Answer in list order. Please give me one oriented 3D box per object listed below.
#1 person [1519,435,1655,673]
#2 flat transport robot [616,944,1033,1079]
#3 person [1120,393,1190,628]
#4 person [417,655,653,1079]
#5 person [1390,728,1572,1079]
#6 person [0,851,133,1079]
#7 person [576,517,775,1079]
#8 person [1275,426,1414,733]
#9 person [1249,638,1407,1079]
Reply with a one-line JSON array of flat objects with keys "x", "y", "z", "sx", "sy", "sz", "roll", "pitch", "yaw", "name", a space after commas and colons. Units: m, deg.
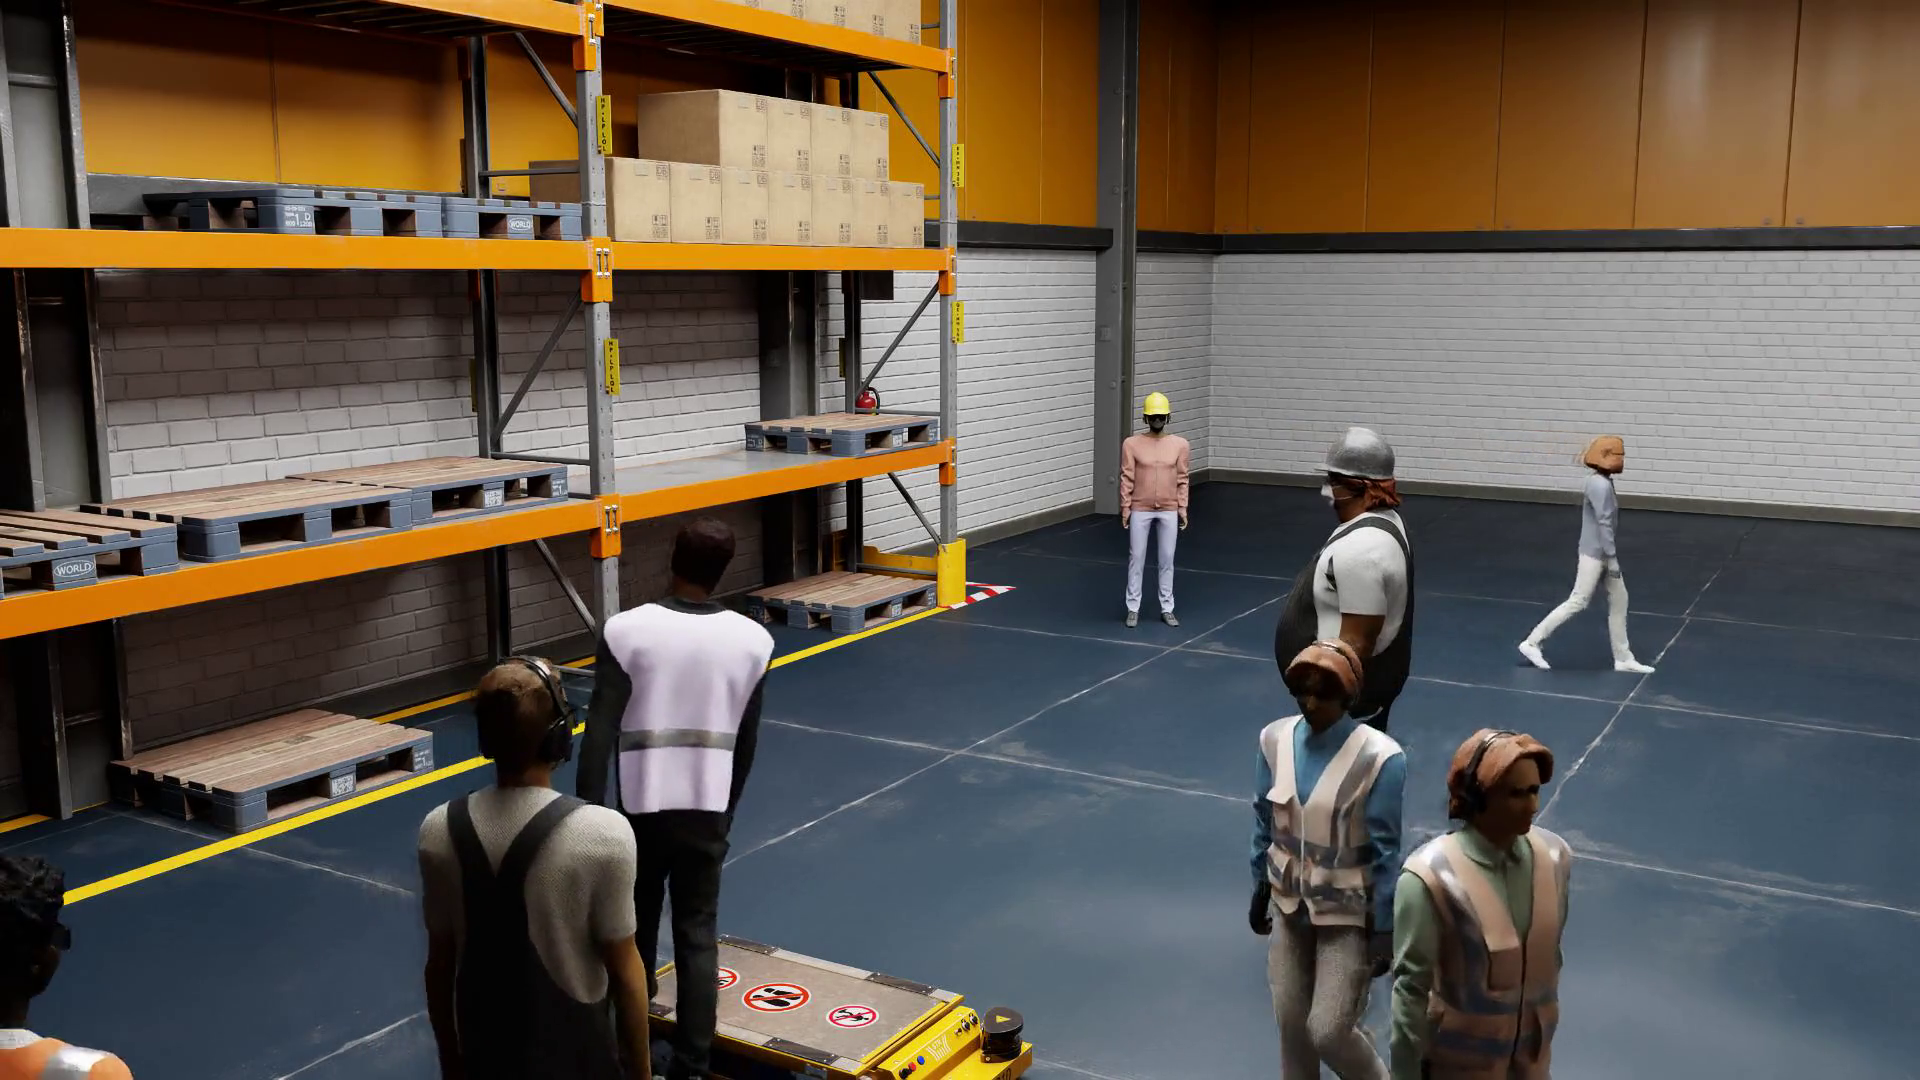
[{"x": 4.175, "y": 0.092, "z": 11.024, "sx": 0.817, "sy": 1.598, "sz": 0.498, "roll": 4, "pitch": 10, "yaw": 24, "name": "person"}, {"x": -0.539, "y": 1.630, "z": 5.552, "sx": 1.431, "sy": 0.197, "sz": 0.652, "roll": 5, "pitch": 11, "yaw": 30, "name": "flat transport robot"}, {"x": 1.458, "y": -0.220, "z": 12.451, "sx": 0.525, "sy": 1.769, "sz": 0.316, "roll": -1, "pitch": 9, "yaw": -4, "name": "person"}, {"x": -0.930, "y": 1.160, "z": 3.627, "sx": 0.525, "sy": 1.833, "sz": 0.612, "roll": 3, "pitch": 10, "yaw": 17, "name": "person"}, {"x": 1.205, "y": 1.215, "z": 3.988, "sx": 0.521, "sy": 1.606, "sz": 0.821, "roll": -4, "pitch": 10, "yaw": -22, "name": "person"}, {"x": -1.598, "y": 1.350, "z": 2.895, "sx": 0.548, "sy": 1.675, "sz": 0.572, "roll": 1, "pitch": 9, "yaw": 7, "name": "person"}, {"x": -0.936, "y": 0.861, "z": 5.426, "sx": 0.676, "sy": 1.860, "sz": 0.776, "roll": -3, "pitch": 10, "yaw": -19, "name": "person"}, {"x": 1.549, "y": 0.554, "z": 6.762, "sx": 0.537, "sy": 2.000, "sz": 0.683, "roll": 3, "pitch": 10, "yaw": 21, "name": "person"}, {"x": 1.059, "y": 1.071, "z": 4.817, "sx": 0.398, "sy": 1.623, "sz": 0.541, "roll": -7, "pitch": 12, "yaw": -38, "name": "person"}]
